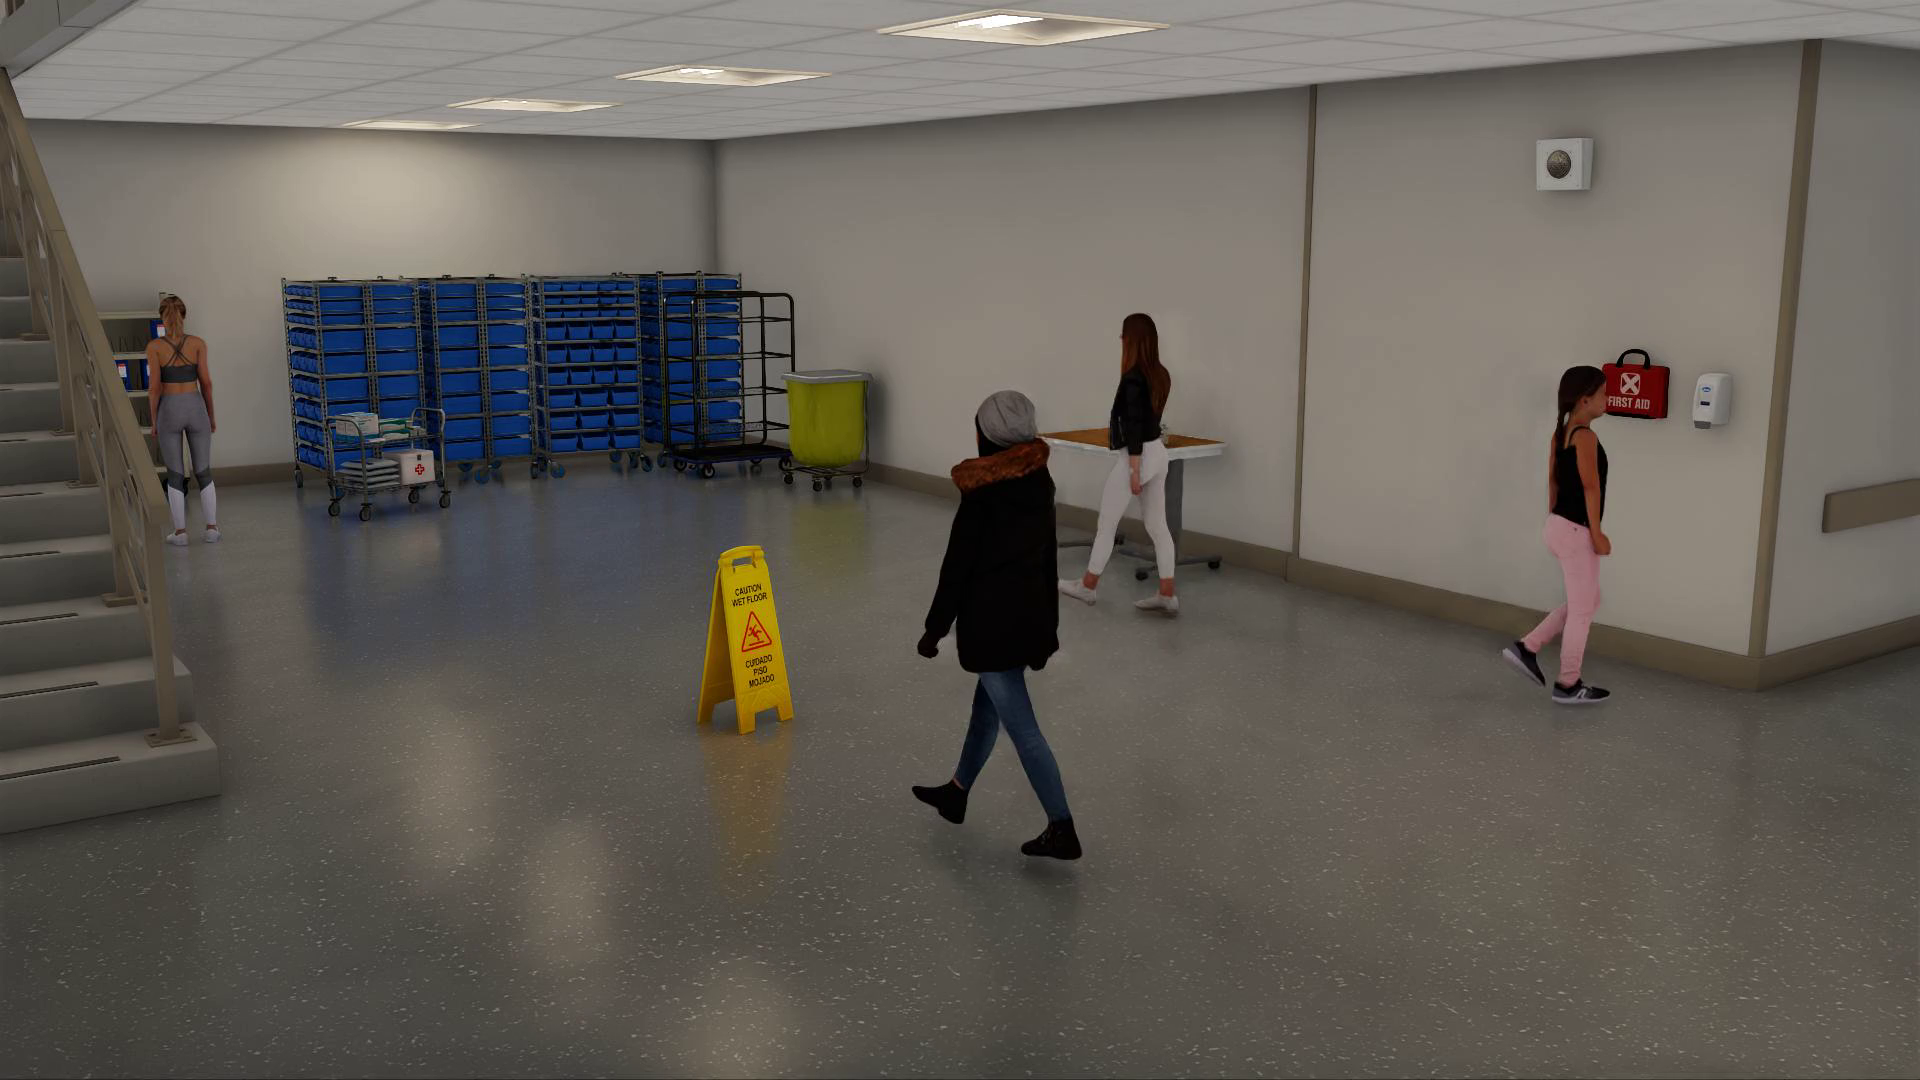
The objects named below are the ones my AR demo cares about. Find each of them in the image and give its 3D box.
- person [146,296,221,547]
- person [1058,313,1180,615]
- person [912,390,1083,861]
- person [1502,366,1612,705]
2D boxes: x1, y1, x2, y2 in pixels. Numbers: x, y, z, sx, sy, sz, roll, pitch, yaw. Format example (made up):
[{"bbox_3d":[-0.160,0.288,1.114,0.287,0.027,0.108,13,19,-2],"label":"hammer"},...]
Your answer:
[{"bbox_3d":[-5.343,-0.823,11.438,0.555,1.703,0.526,-7,13,-34],"label":"person"},{"bbox_3d":[1.076,-0.404,9.291,1.028,1.681,0.777,8,14,38],"label":"person"},{"bbox_3d":[0.204,0.326,5.678,1.101,1.594,0.797,9,14,40],"label":"person"},{"bbox_3d":[2.737,-0.010,7.563,0.784,1.551,0.742,1,11,3],"label":"person"}]
